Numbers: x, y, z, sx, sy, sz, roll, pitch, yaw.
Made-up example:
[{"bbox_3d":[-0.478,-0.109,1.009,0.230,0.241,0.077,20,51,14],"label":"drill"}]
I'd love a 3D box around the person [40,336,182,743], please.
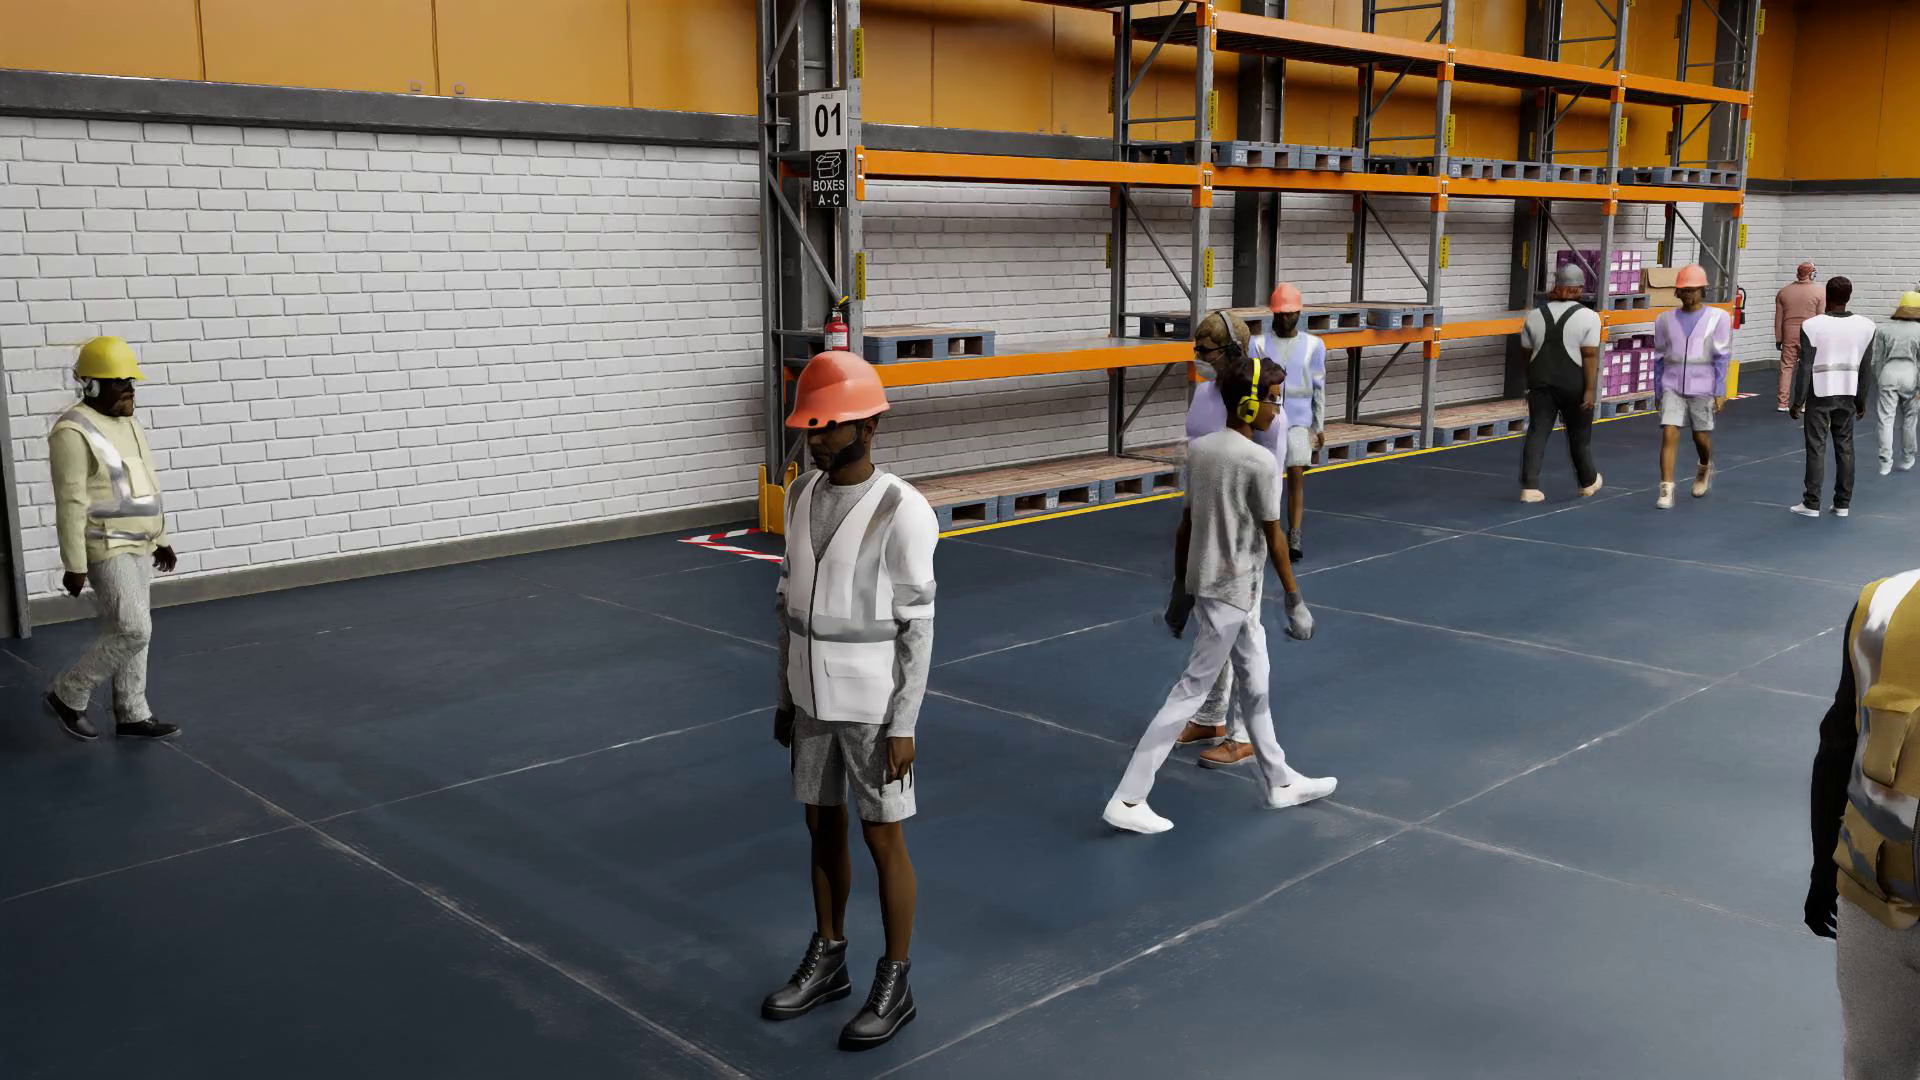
[{"bbox_3d":[-3.720,0.018,7.278,0.461,1.811,0.588,-1,10,-4],"label":"person"}]

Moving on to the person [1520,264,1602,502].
[{"bbox_3d":[5.120,-1.347,14.092,0.693,2.000,1.010,10,14,43],"label":"person"}]

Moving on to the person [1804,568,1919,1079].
[{"bbox_3d":[1.979,0.732,3.298,0.429,1.840,0.636,-7,13,-34],"label":"person"}]

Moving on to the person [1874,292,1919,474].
[{"bbox_3d":[8.949,-1.493,15.815,0.493,1.703,0.848,7,13,35],"label":"person"}]

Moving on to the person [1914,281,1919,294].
[{"bbox_3d":[14.494,-3.227,24.801,0.839,1.886,0.653,-6,12,-31],"label":"person"}]

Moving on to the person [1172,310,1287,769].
[{"bbox_3d":[1.123,-0.003,7.057,0.371,1.933,0.627,-4,11,-21],"label":"person"}]

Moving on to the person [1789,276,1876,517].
[{"bbox_3d":[6.958,-1.136,13.275,0.597,1.916,0.372,0,10,0],"label":"person"}]

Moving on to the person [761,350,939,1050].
[{"bbox_3d":[-0.321,0.441,4.625,0.544,1.936,0.359,8,13,38],"label":"person"}]

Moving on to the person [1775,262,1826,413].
[{"bbox_3d":[10.652,-2.556,21.049,0.407,1.909,0.638,-9,14,-41],"label":"person"}]

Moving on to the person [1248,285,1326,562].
[{"bbox_3d":[2.235,-0.803,11.530,0.574,1.895,0.885,2,11,12],"label":"person"}]

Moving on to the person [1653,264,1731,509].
[{"bbox_3d":[6.070,-1.283,13.839,0.609,2.019,0.934,7,13,34],"label":"person"}]

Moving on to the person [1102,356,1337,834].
[{"bbox_3d":[0.988,0.212,6.281,1.049,1.805,0.489,-4,11,-20],"label":"person"}]
